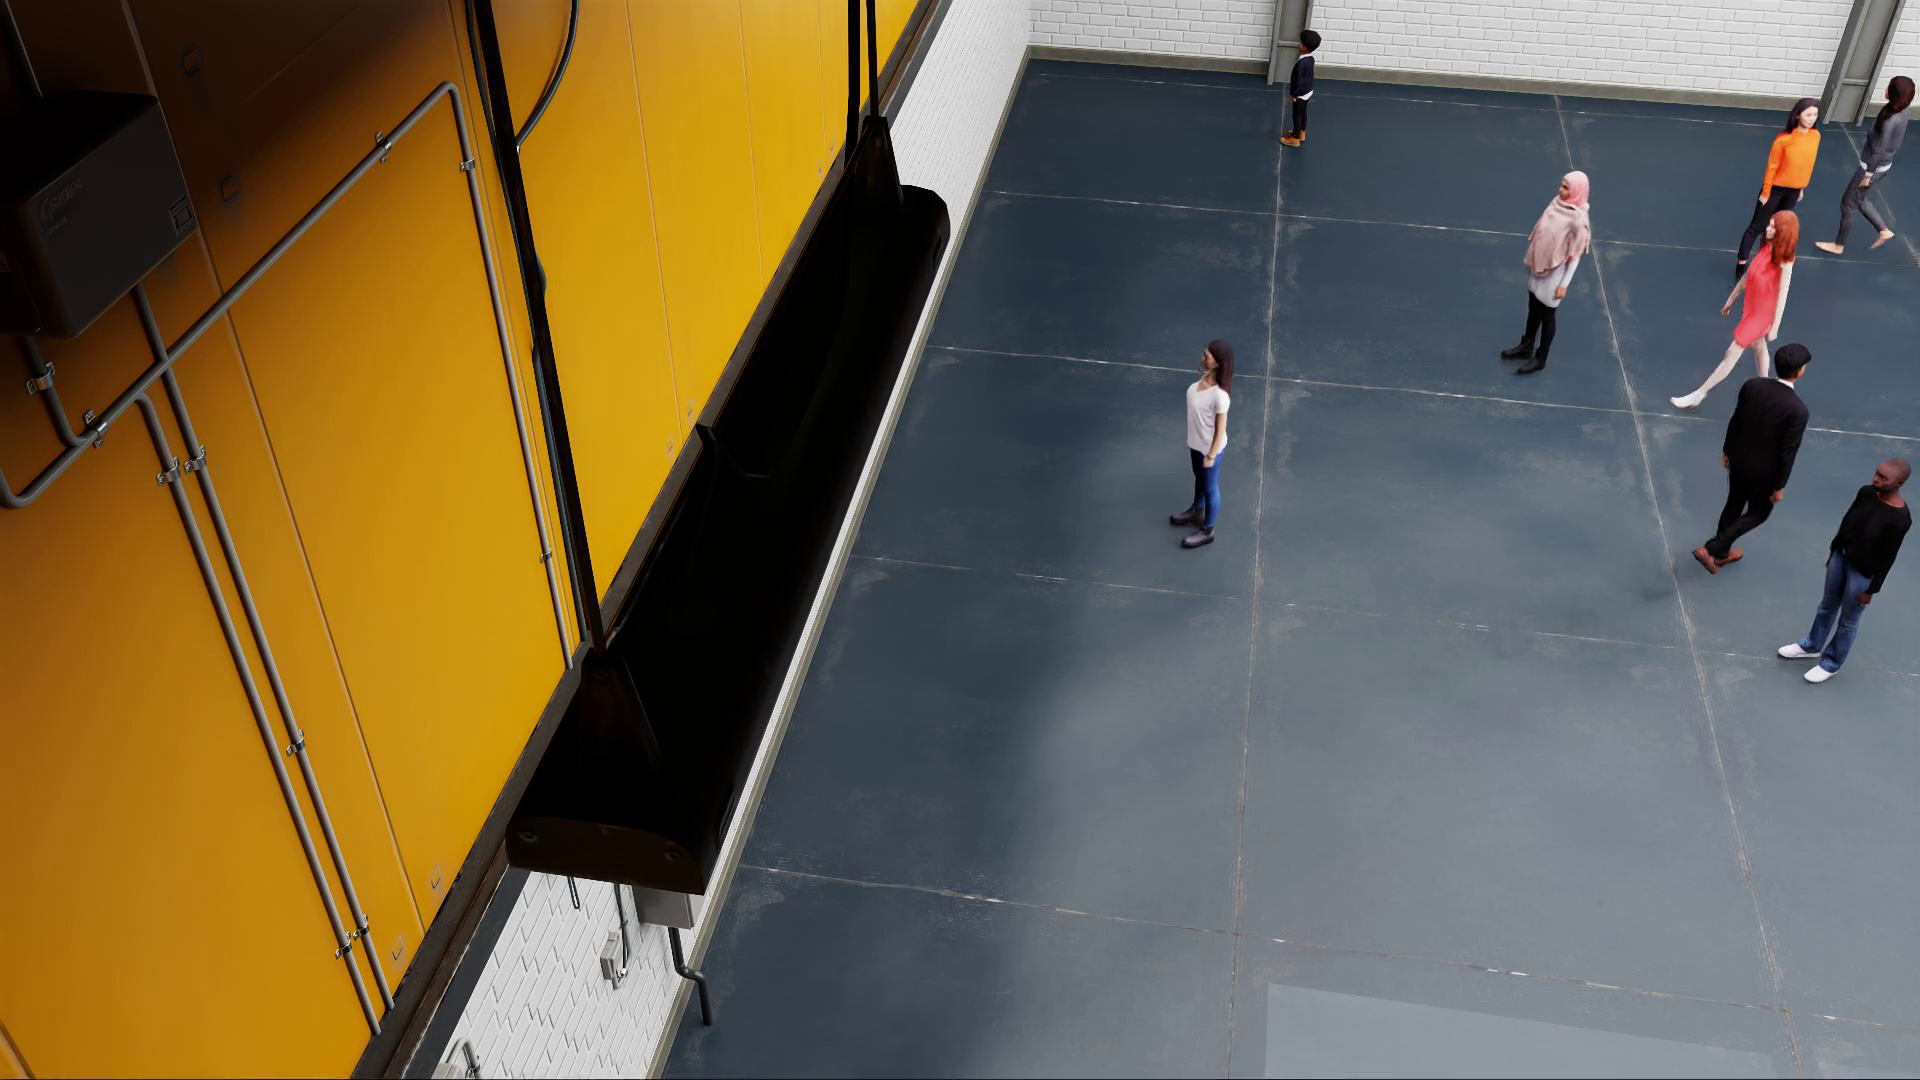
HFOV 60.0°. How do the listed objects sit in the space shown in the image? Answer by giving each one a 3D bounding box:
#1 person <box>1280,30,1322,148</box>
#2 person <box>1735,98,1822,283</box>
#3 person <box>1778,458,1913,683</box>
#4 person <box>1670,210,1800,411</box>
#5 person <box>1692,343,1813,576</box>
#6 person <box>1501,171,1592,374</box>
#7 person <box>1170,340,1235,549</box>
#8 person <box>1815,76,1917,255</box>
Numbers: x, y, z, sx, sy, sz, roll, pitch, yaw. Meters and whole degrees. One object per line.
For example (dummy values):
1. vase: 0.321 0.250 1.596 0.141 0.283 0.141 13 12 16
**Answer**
1. person: 3.576 -4.729 17.375 0.589 1.226 0.573 22 43 25
2. person: 7.382 -3.143 14.974 0.644 1.745 0.762 -11 40 -13
3. person: 5.835 0.179 10.812 0.674 1.749 0.672 -9 40 -12
4. person: 6.438 -1.772 13.227 1.132 1.783 0.754 0 39 -1
5. person: 5.476 -0.508 11.573 1.020 1.872 0.948 -16 41 -19
6. person: 4.900 -2.220 13.771 0.719 1.803 0.712 -9 40 -11
7. person: 1.783 -0.697 11.959 0.637 1.685 0.664 -6 39 -8
8. person: 8.485 -3.410 15.297 0.955 1.758 0.828 25 45 28
